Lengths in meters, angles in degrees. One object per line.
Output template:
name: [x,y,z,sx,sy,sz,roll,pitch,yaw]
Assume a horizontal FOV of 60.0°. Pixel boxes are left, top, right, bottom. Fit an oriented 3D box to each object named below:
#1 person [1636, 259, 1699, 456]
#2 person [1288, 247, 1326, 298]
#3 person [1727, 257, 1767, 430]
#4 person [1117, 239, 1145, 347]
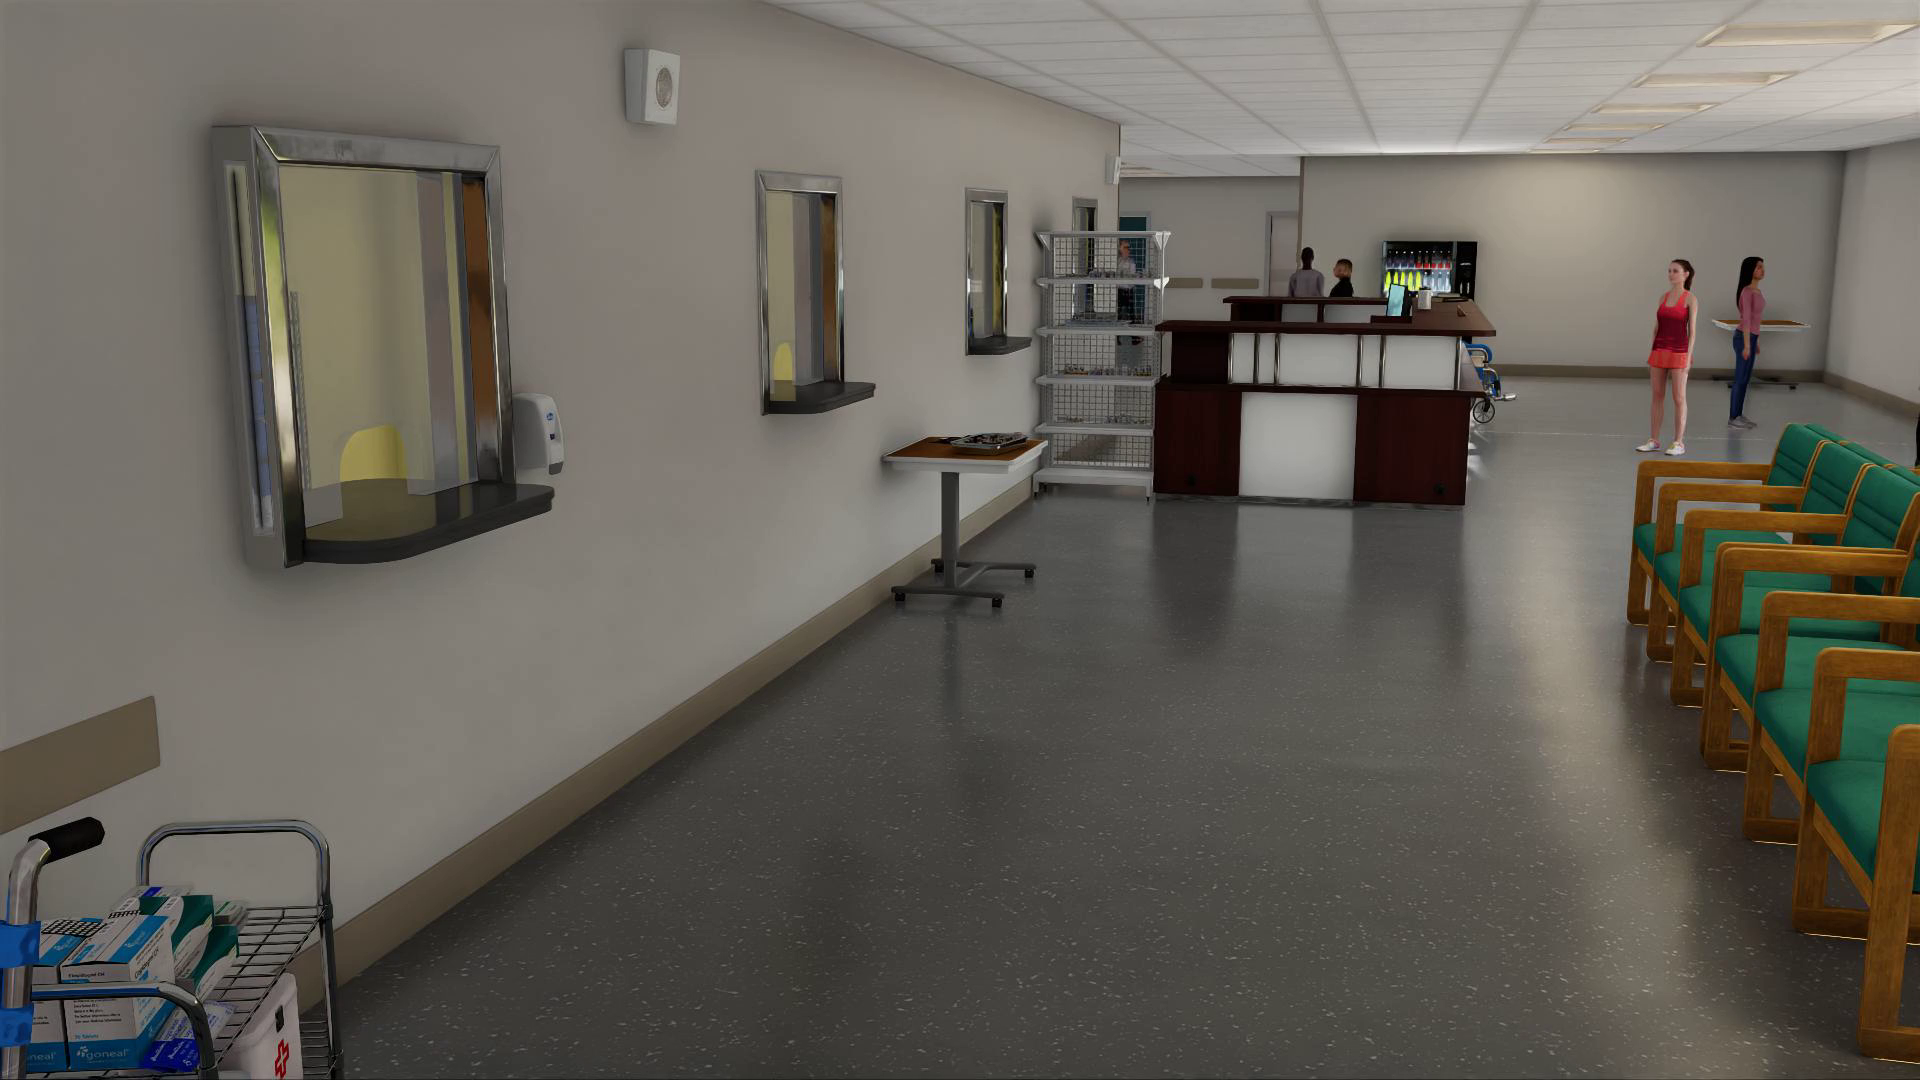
person: [6.457,-1.666,15.088,0.731,1.754,0.663,-7,13,-34]
person: [4.429,-2.851,21.288,0.487,1.769,0.692,4,11,21]
person: [8.066,-2.031,17.041,0.640,1.742,0.647,9,14,39]
person: [2.720,-4.130,28.031,1.189,1.768,1.168,-4,12,-21]
